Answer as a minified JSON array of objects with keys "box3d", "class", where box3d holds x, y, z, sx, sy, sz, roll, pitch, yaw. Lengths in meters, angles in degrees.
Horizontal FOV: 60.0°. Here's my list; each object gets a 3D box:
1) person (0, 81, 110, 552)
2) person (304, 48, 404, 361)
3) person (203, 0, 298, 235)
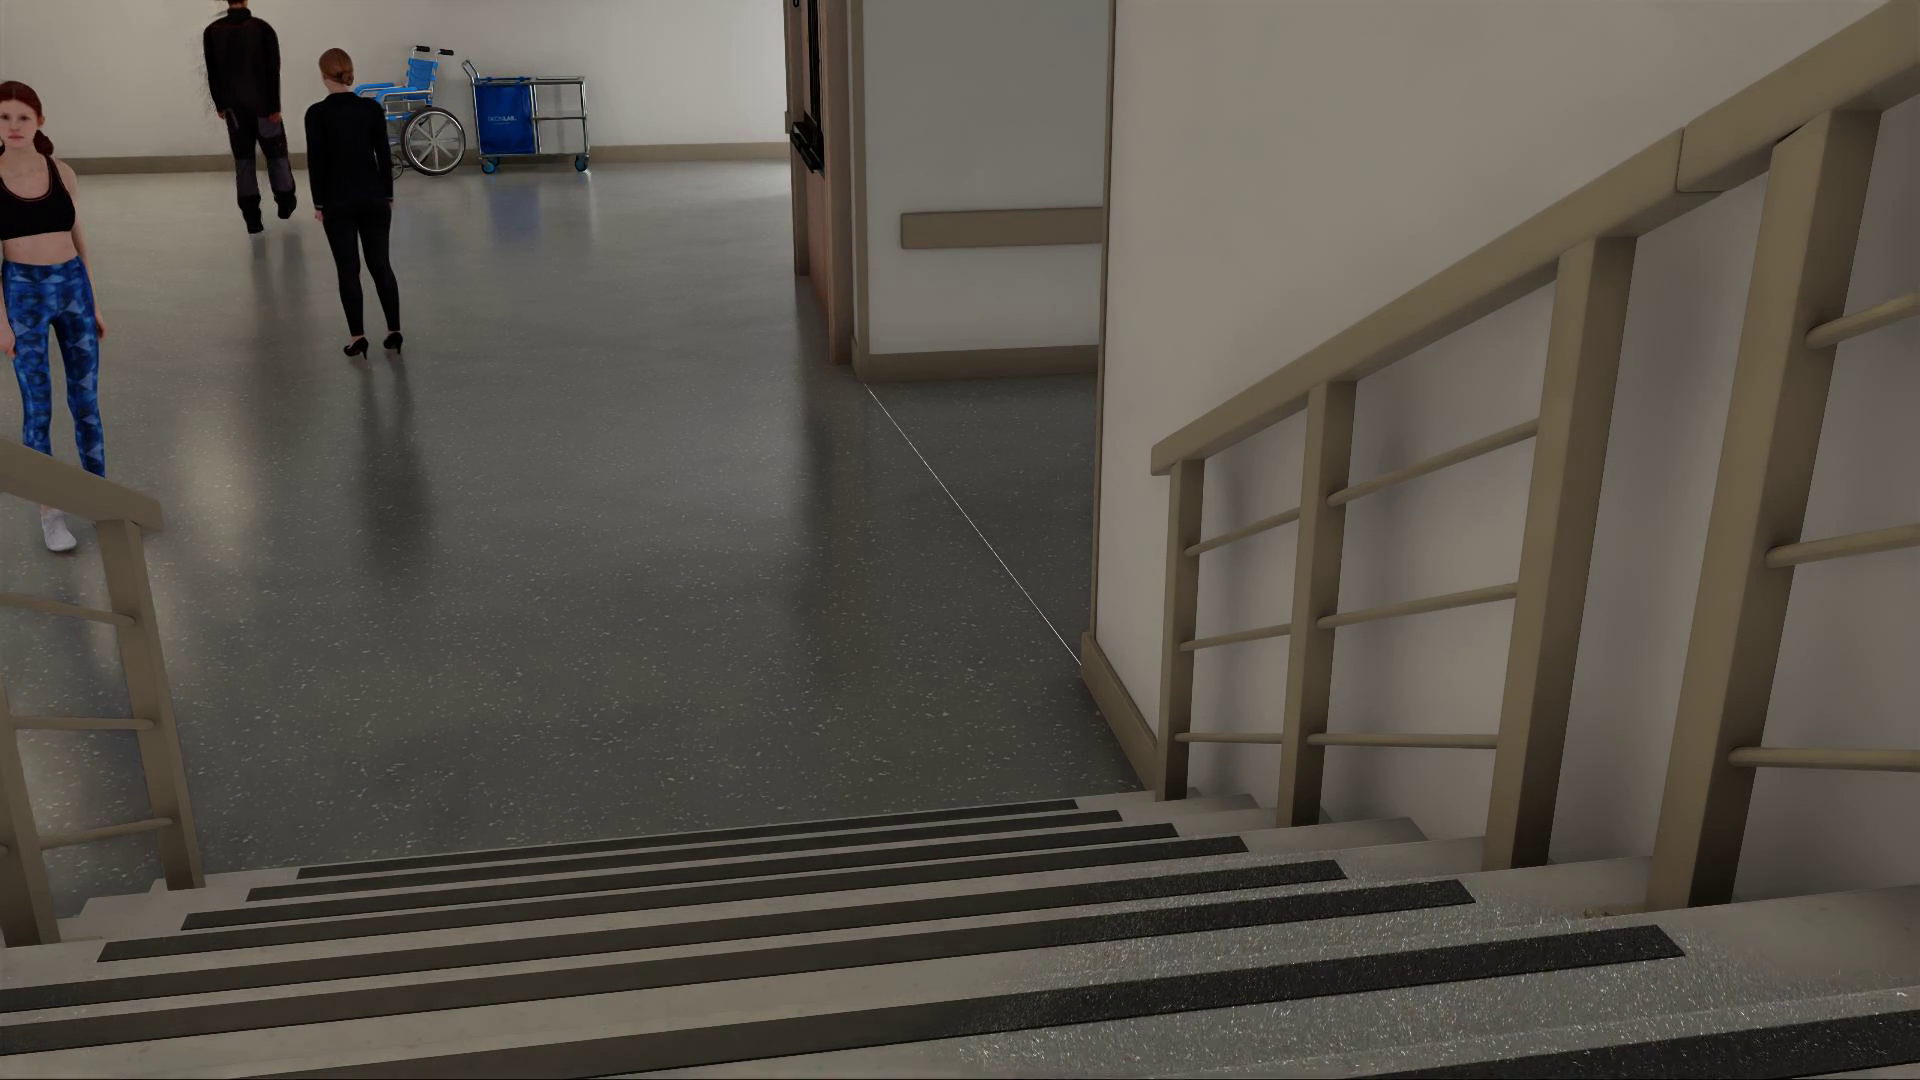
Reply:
[{"box3d":[-3.529,-0.857,6.449,0.726,1.785,0.672,16,26,36],"class":"person"},{"box3d":[-3.343,-1.850,9.215,0.699,1.684,0.714,-18,27,-39],"class":"person"},{"box3d":[-5.429,-3.272,12.677,0.750,1.890,1.232,-5,21,-12],"class":"person"}]
